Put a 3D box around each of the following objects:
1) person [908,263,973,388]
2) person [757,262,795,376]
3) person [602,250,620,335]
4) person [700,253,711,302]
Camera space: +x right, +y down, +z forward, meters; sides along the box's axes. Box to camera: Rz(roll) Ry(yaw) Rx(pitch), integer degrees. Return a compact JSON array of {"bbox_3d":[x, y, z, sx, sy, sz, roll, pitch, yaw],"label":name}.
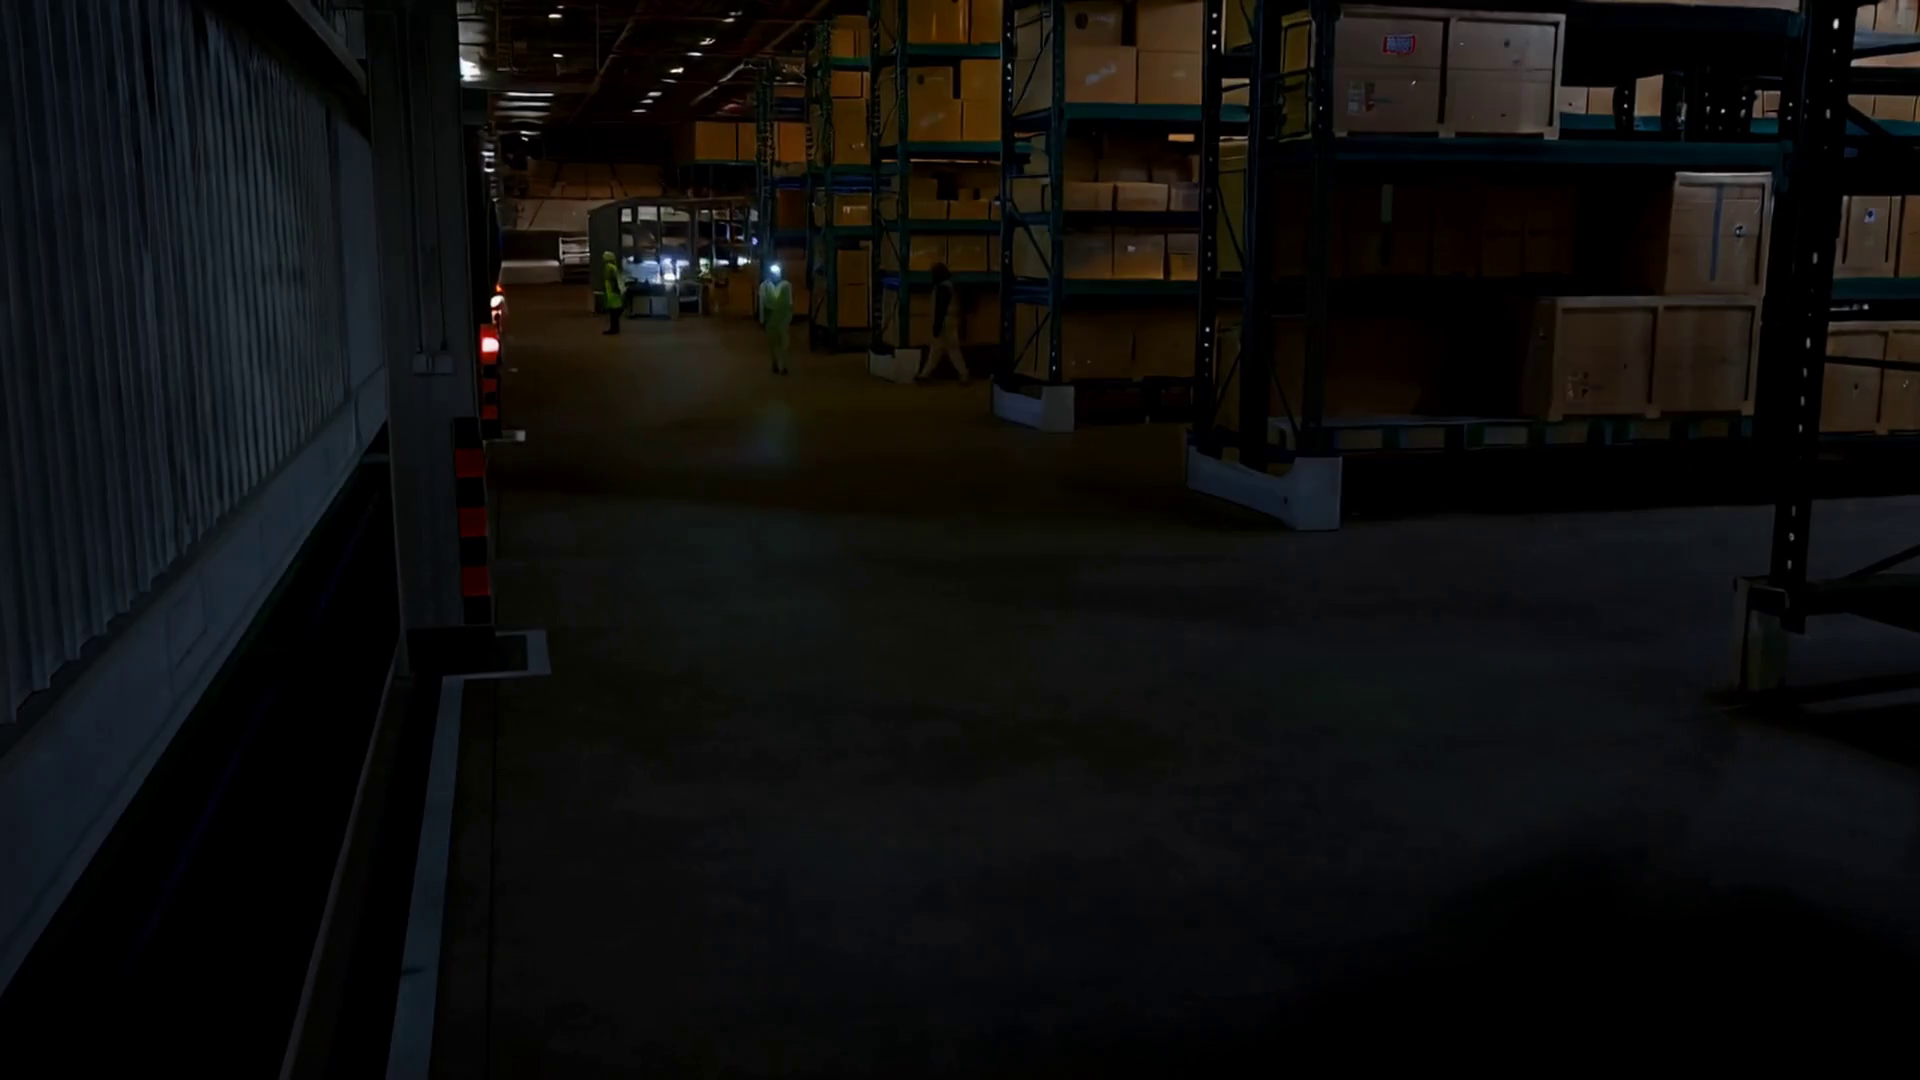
[{"bbox_3d":[-0.239,-3.048,23.768,0.938,1.792,0.647,0,10,-2],"label":"person"},{"bbox_3d":[-2.898,-3.487,26.250,0.602,1.784,0.954,-1,10,-6],"label":"person"},{"bbox_3d":[-8.048,-5.697,38.285,0.340,1.941,0.551,2,10,12],"label":"person"},{"bbox_3d":[-9.299,-9.647,61.061,0.506,1.798,0.626,5,11,26],"label":"person"}]
